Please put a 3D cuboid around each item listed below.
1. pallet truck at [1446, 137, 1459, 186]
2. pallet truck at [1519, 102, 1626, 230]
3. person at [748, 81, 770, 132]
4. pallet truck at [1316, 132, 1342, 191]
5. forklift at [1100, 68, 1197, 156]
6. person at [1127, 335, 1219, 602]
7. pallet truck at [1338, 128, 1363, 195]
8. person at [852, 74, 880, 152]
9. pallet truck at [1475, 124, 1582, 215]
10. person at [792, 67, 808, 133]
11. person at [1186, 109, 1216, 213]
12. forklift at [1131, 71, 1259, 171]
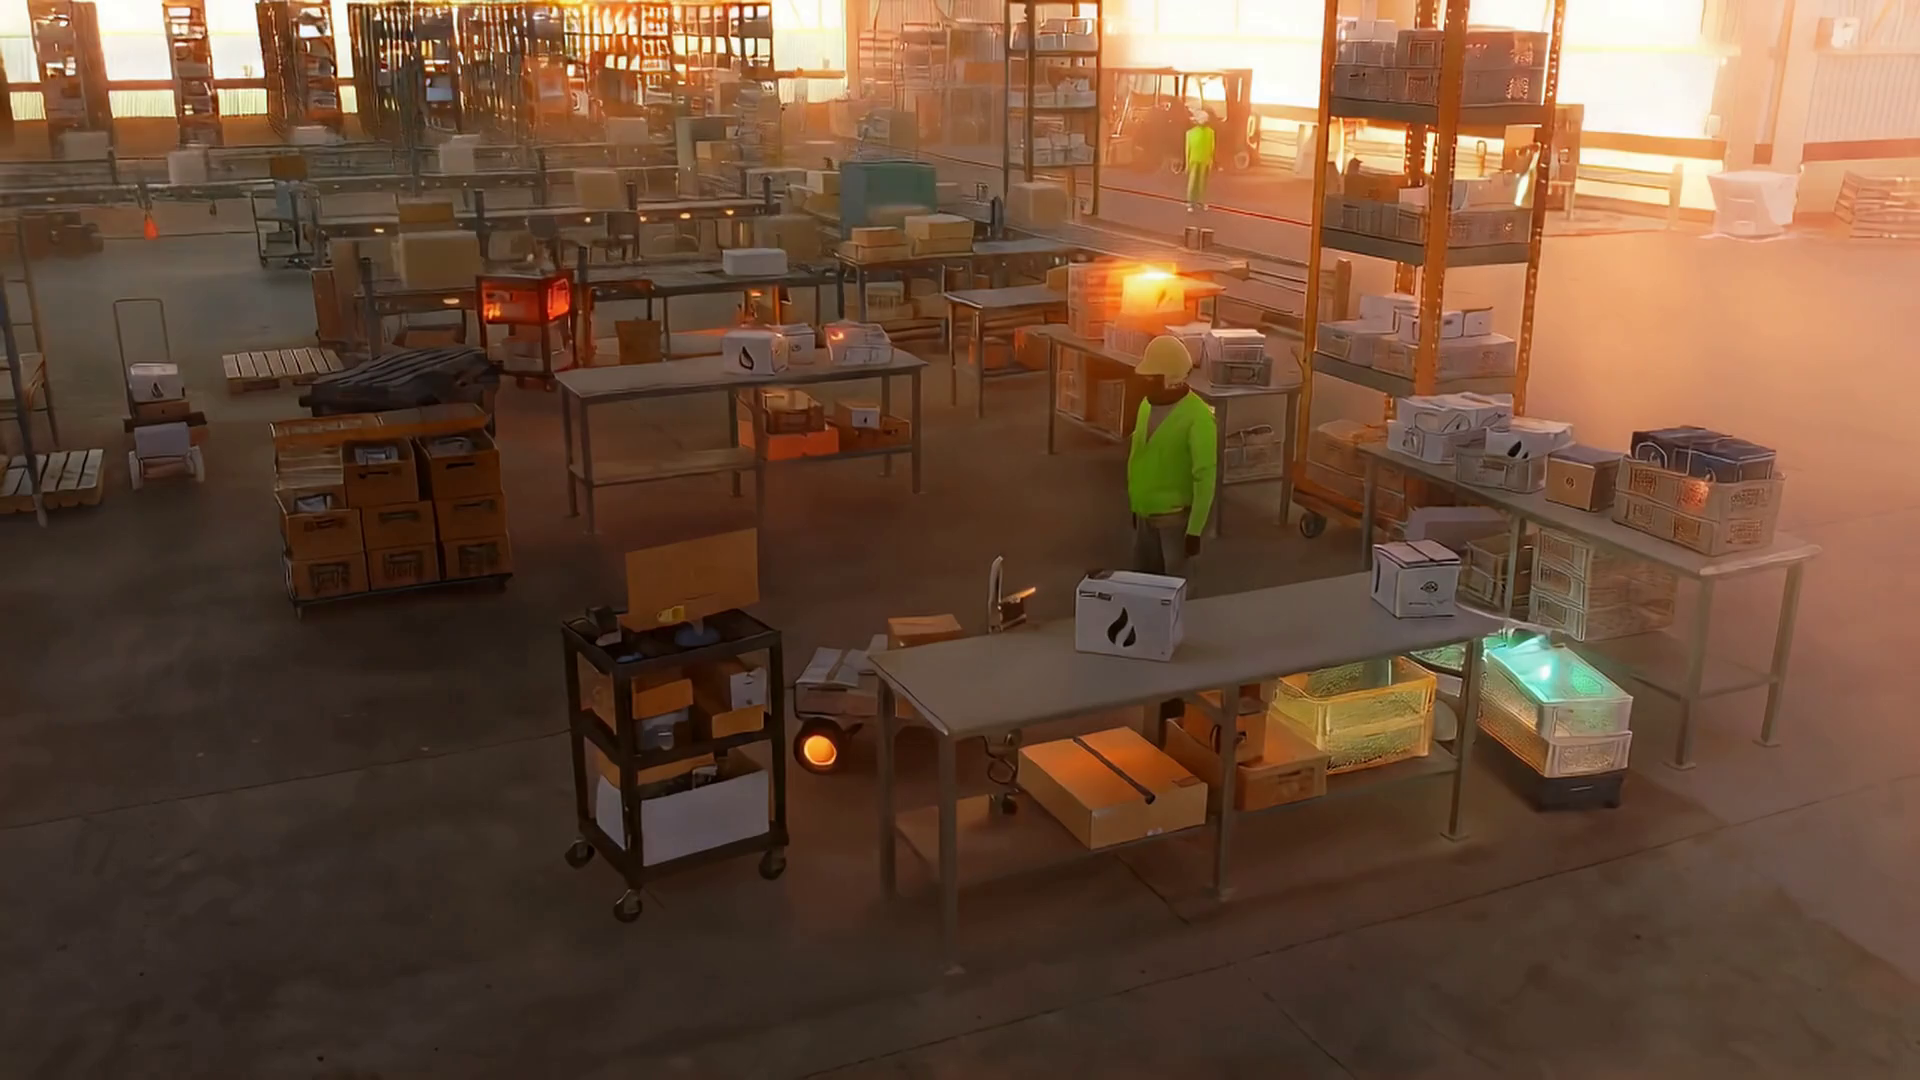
[{"bbox_3d":[9.184,-6.485,29.328,1.630,1.274,0.653,-8,19,-23],"label":"pallet truck"},{"bbox_3d":[9.972,-6.037,26.785,1.885,1.965,0.823,-9,20,-25],"label":"pallet truck"},{"bbox_3d":[-4.067,-8.411,34.249,0.766,2.016,0.634,14,22,37],"label":"person"},{"bbox_3d":[7.723,-7.504,32.656,1.601,1.201,0.680,-8,19,-23],"label":"pallet truck"},{"bbox_3d":[4.082,-9.564,37.410,2.680,1.987,1.157,-8,19,-23],"label":"forklift"},{"bbox_3d":[1.052,-0.140,8.485,0.404,1.829,0.591,-9,20,-25],"label":"person"},{"bbox_3d":[7.845,-7.140,31.411,1.522,1.261,0.704,-9,20,-25],"label":"pallet truck"},{"bbox_3d":[-2.172,-9.984,39.250,0.695,1.976,0.632,-2,18,-6],"label":"person"},{"bbox_3d":[9.707,-6.455,28.103,1.885,1.965,0.823,-7,19,-20],"label":"pallet truck"},{"bbox_3d":[-4.593,-12.709,48.053,0.393,1.842,0.564,14,22,37],"label":"person"},{"bbox_3d":[4.171,-6.554,28.798,0.523,1.763,0.329,-4,18,-12],"label":"person"},{"bbox_3d":[4.998,-8.936,35.413,2.680,1.987,1.157,-9,20,-25],"label":"forklift"}]
